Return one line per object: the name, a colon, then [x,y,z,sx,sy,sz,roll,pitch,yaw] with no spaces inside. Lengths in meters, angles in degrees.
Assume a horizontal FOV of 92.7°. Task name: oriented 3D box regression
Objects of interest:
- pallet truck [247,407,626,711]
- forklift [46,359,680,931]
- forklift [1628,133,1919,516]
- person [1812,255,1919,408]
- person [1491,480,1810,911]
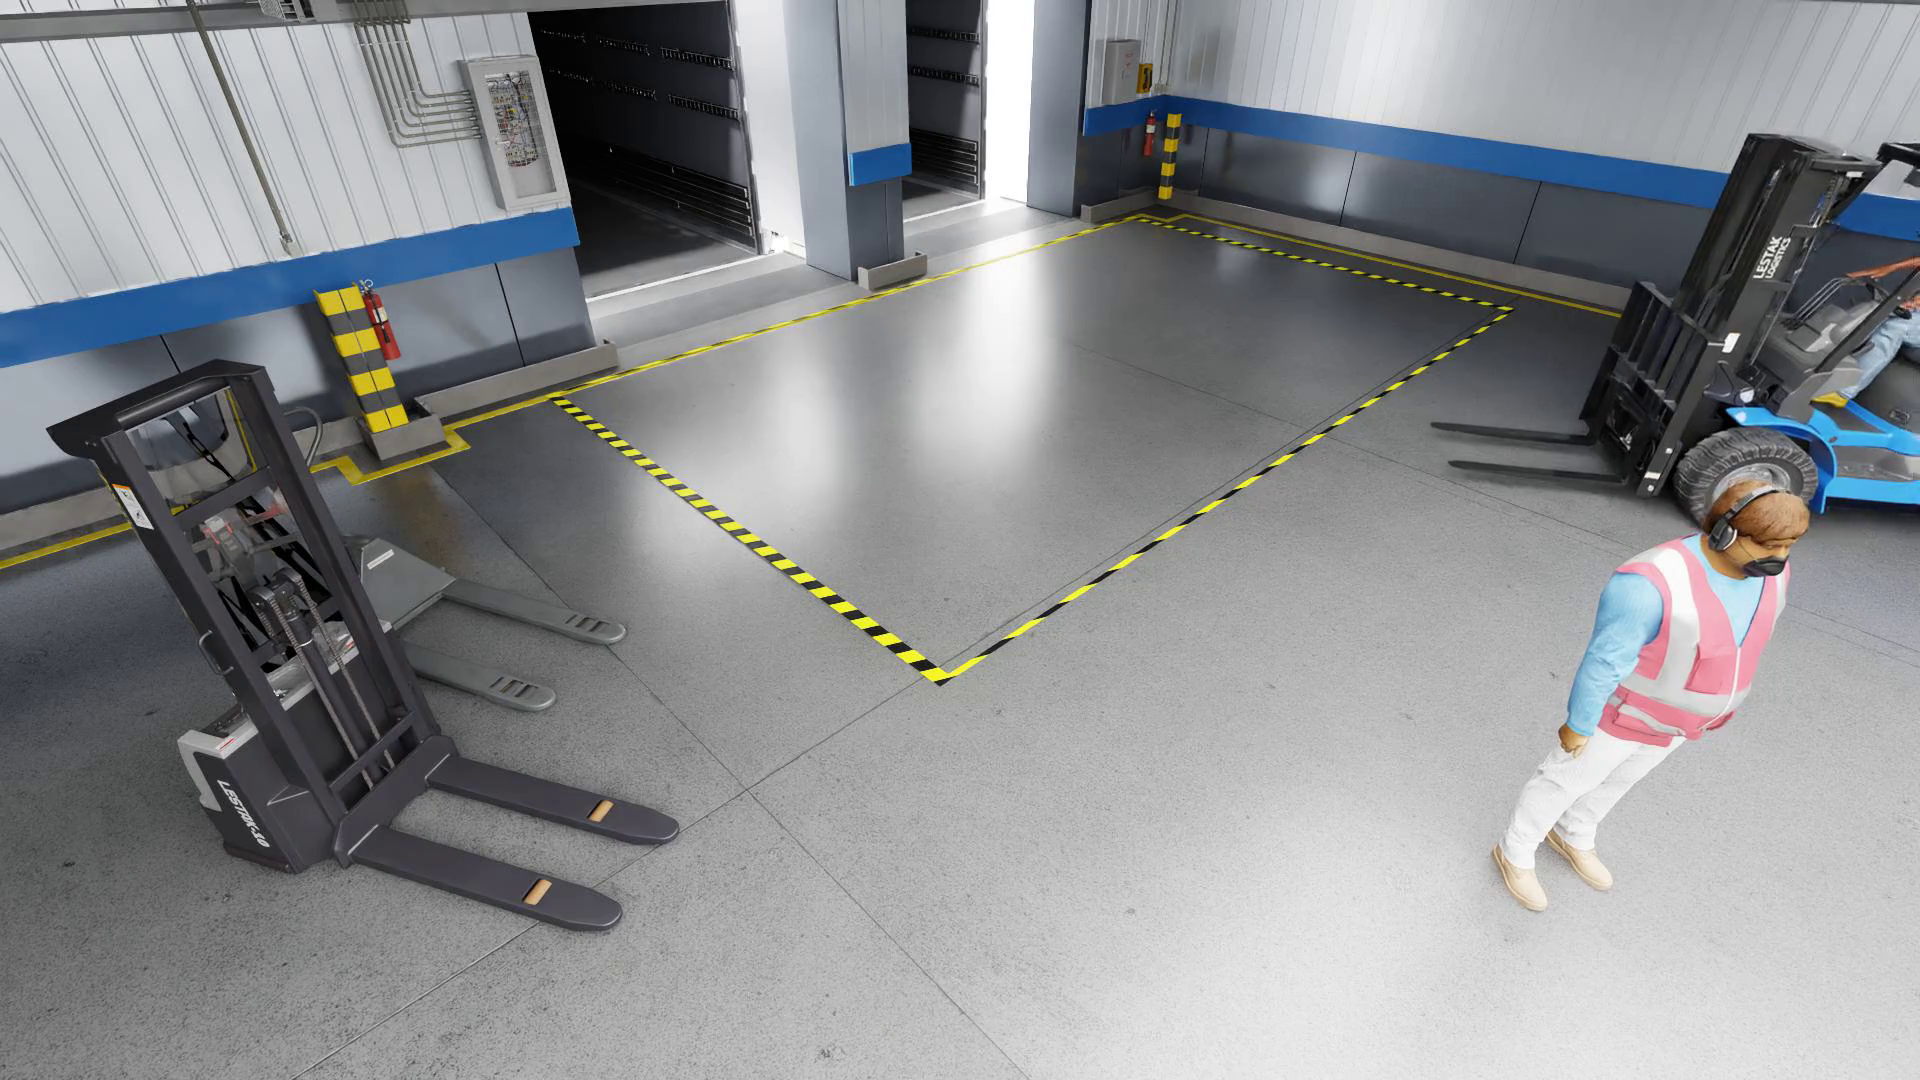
pallet truck: [-2.628,0.038,4.590,1.601,1.201,0.680,12,36,18]
forklift: [-2.135,0.422,3.354,1.885,1.965,0.823,10,35,14]
forklift: [5.727,-1.241,5.484,2.680,2.036,1.157,7,35,10]
person: [5.670,-1.407,5.395,1.004,1.294,0.635,7,35,10]
person: [2.411,0.597,3.233,0.632,1.841,0.429,-9,35,-13]
